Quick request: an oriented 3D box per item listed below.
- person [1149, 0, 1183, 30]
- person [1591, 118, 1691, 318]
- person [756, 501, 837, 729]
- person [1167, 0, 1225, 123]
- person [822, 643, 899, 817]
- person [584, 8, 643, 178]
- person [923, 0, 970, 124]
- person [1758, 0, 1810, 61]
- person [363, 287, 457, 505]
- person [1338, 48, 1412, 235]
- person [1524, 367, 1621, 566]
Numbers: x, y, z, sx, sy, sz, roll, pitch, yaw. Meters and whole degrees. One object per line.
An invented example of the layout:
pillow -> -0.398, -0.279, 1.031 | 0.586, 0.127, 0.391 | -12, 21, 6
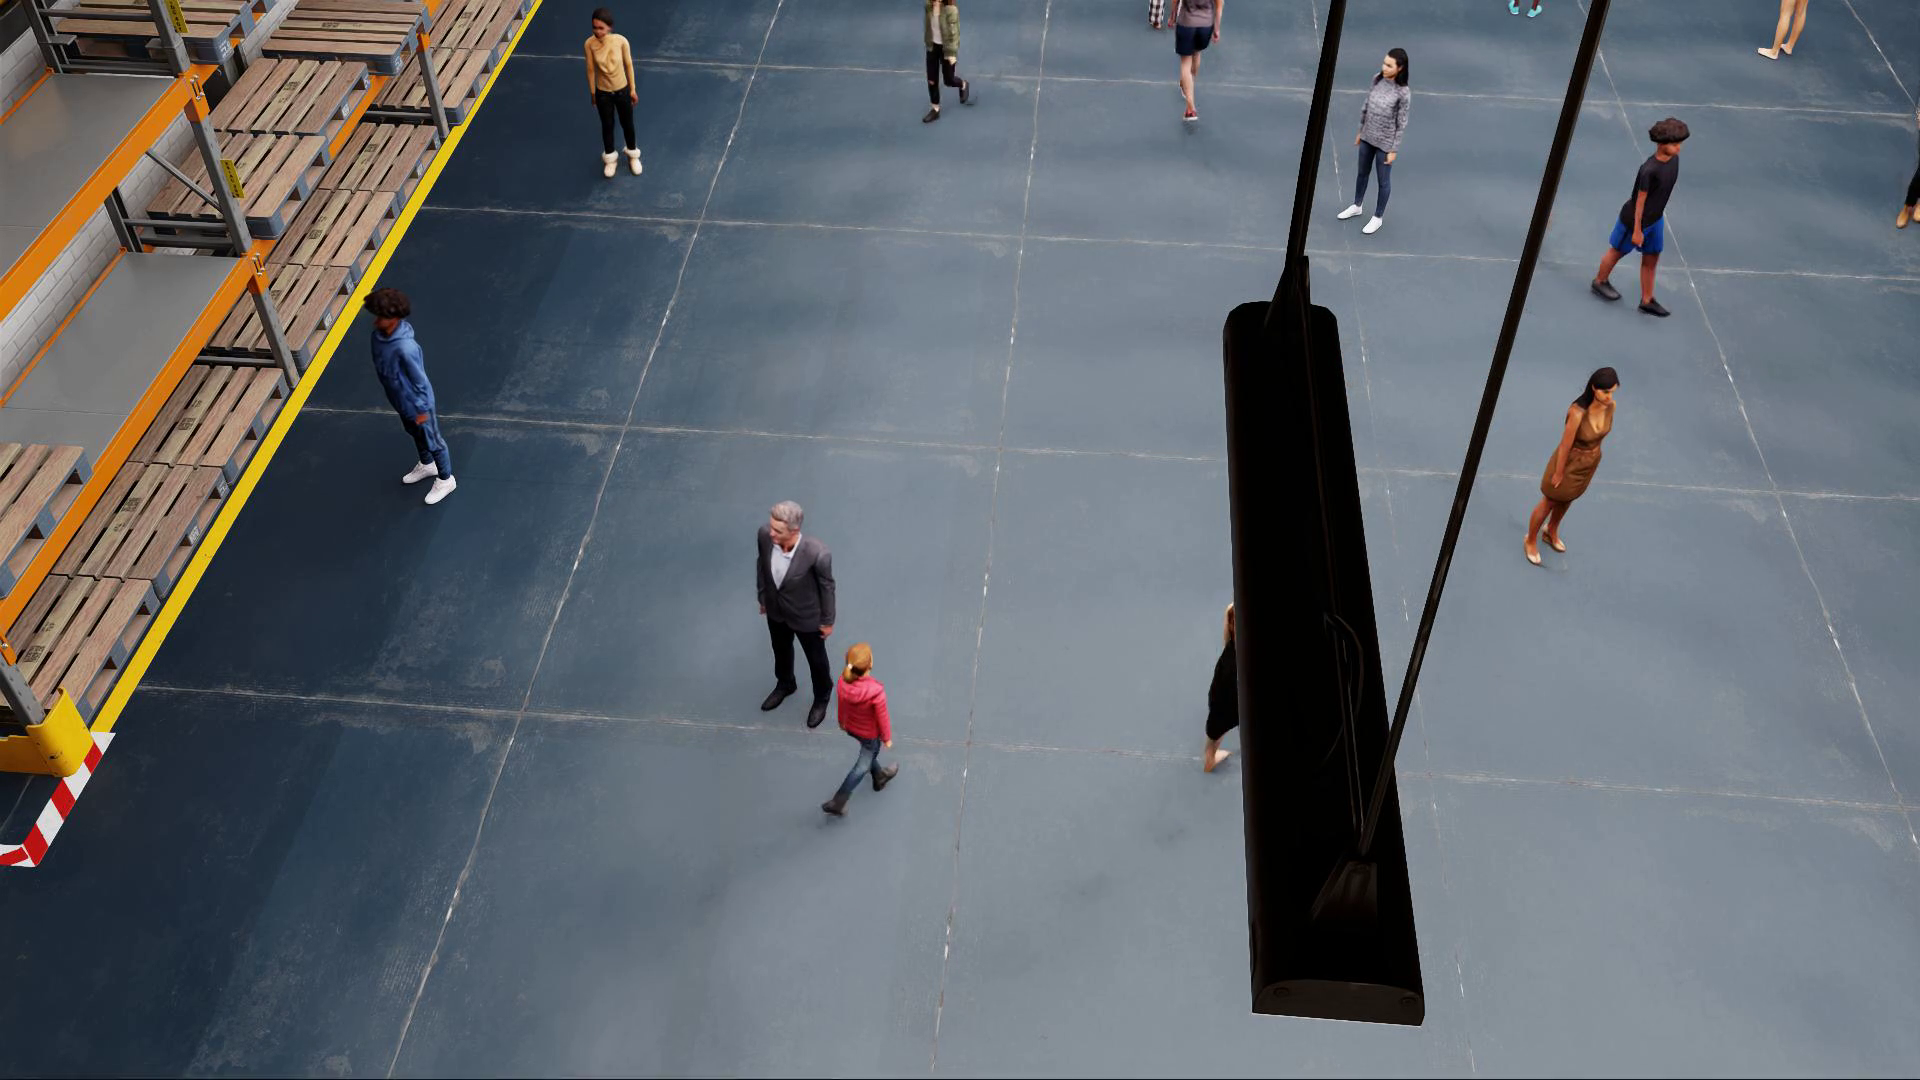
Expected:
person -> 2.246, -6.333, 17.647 | 0.647, 1.846, 0.571 | -1, 44, -1
person -> 5.643, -2.752, 13.945 | 0.979, 1.768, 1.071 | -26, 49, -24
person -> -1.047, 0.428, 10.558 | 0.802, 1.836, 0.762 | 20, 47, 20
person -> 2.296, -4.967, 16.238 | 0.831, 1.811, 1.223 | -6, 44, -6
person -> -0.638, 1.200, 10.146 | 0.821, 1.286, 0.940 | 33, 53, 30
person -> -3.243, -4.197, 15.541 | 0.638, 1.658, 0.610 | -6, 44, -7
person -> -0.141, -4.840, 16.359 | 0.811, 1.461, 0.935 | 26, 49, 25
person -> 8.735, -5.830, 17.200 | 0.663, 1.734, 0.677 | -19, 47, -19
person -> -4.025, -1.080, 12.157 | 0.805, 1.812, 0.755 | -32, 52, -29
person -> 3.754, -3.584, 14.844 | 0.740, 1.733, 0.671 | -28, 50, -26
person -> 4.310, -0.533, 11.675 | 0.648, 1.686, 0.678 | -22, 48, -21
